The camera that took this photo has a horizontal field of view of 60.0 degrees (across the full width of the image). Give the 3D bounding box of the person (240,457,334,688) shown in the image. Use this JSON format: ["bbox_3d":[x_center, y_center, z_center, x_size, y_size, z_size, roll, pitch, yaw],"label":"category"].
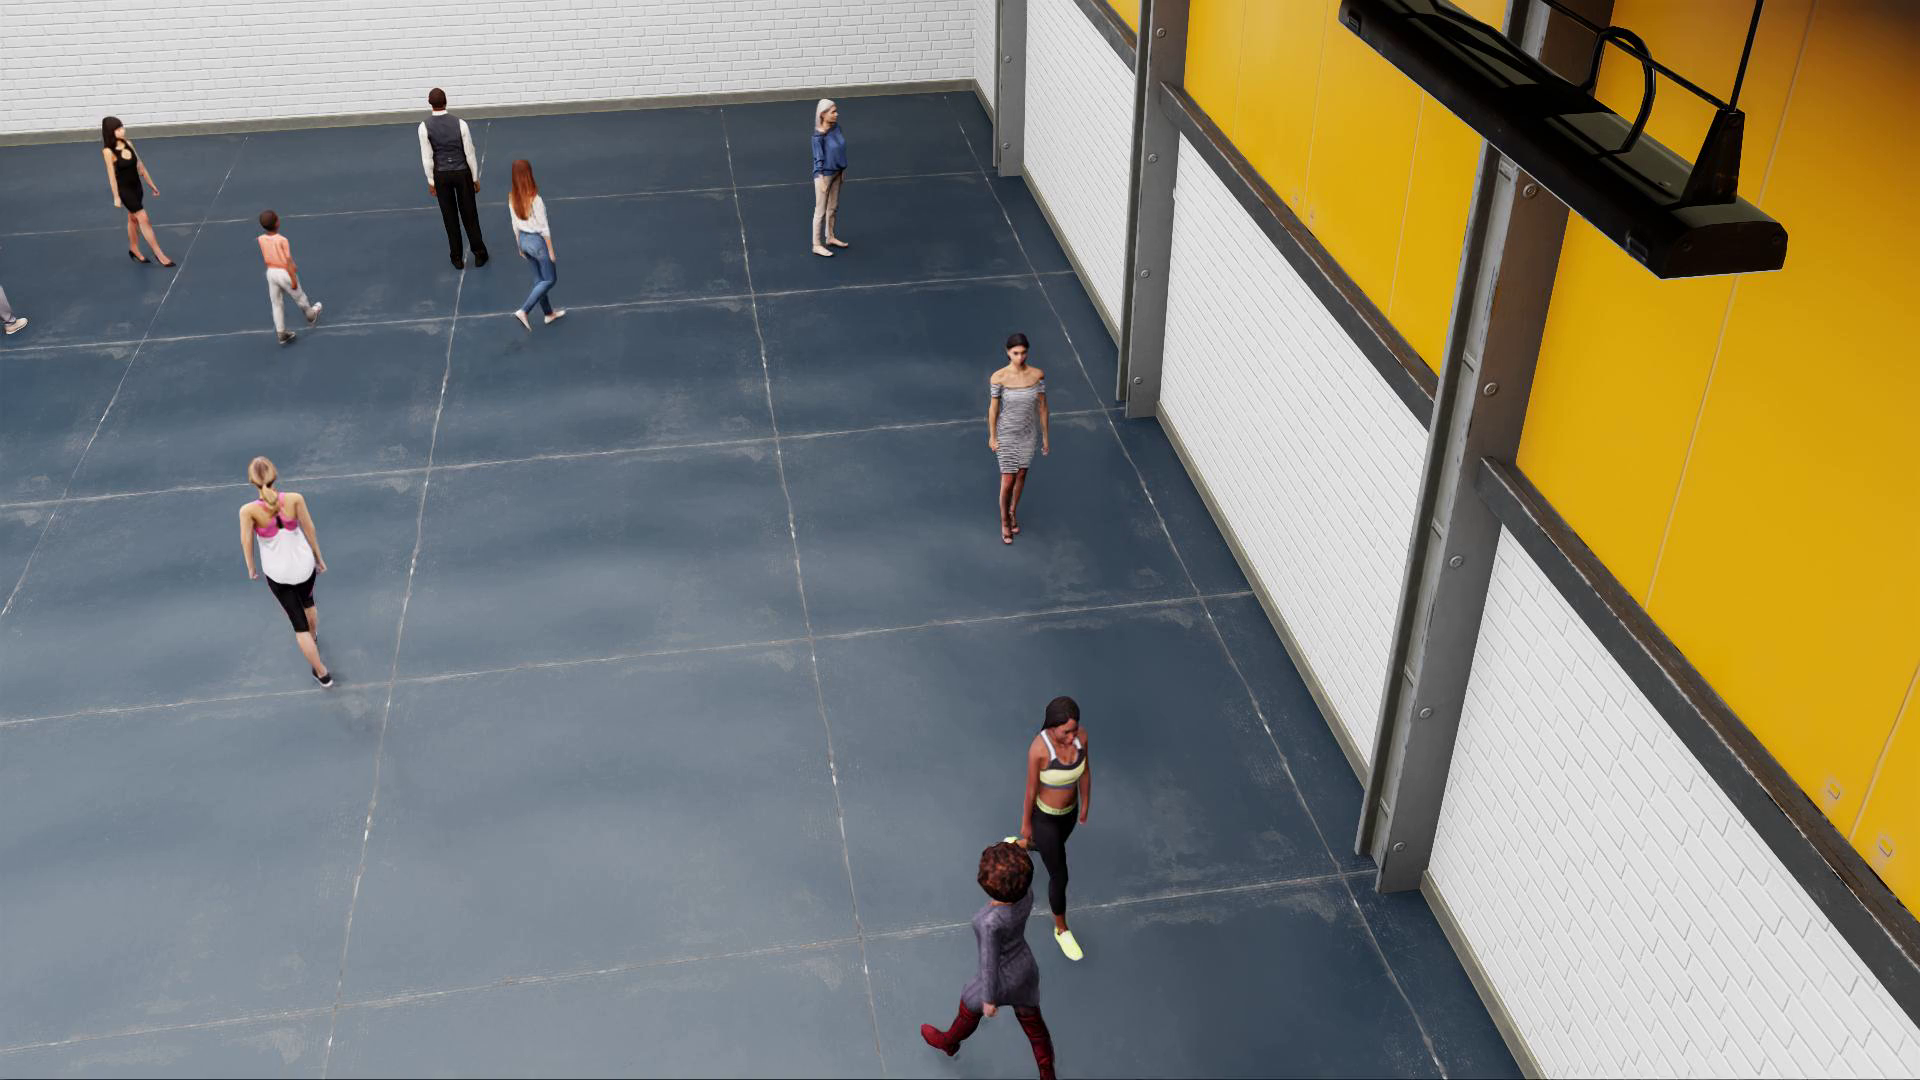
[{"bbox_3d":[-4.581,0.266,11.434,0.876,1.767,1.055,-21,39,-28],"label":"person"}]

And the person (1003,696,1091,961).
[{"bbox_3d":[0.493,1.531,9.576,0.857,1.718,1.187,-19,38,-26],"label":"person"}]

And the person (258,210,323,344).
[{"bbox_3d":[-6.585,-2.518,16.058,0.712,1.284,0.954,7,34,10],"label":"person"}]

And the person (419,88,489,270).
[{"bbox_3d":[-5.299,-3.776,17.378,0.706,1.919,0.598,-8,35,-12],"label":"person"}]

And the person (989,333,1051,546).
[{"bbox_3d":[0.424,-0.840,13.061,0.633,1.808,0.668,-10,35,-15],"label":"person"}]

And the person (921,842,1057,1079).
[{"bbox_3d":[0.309,2.278,8.493,1.146,1.672,1.046,24,40,31],"label":"person"}]

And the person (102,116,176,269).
[{"bbox_3d":[-8.782,-3.647,17.445,0.816,1.628,0.860,7,34,10],"label":"person"}]

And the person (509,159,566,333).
[{"bbox_3d":[-4.170,-2.819,16.121,0.930,1.716,0.996,20,39,28],"label":"person"}]

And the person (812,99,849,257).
[{"bbox_3d":[-1.410,-3.868,17.720,0.782,1.693,0.709,18,37,25],"label":"person"}]
